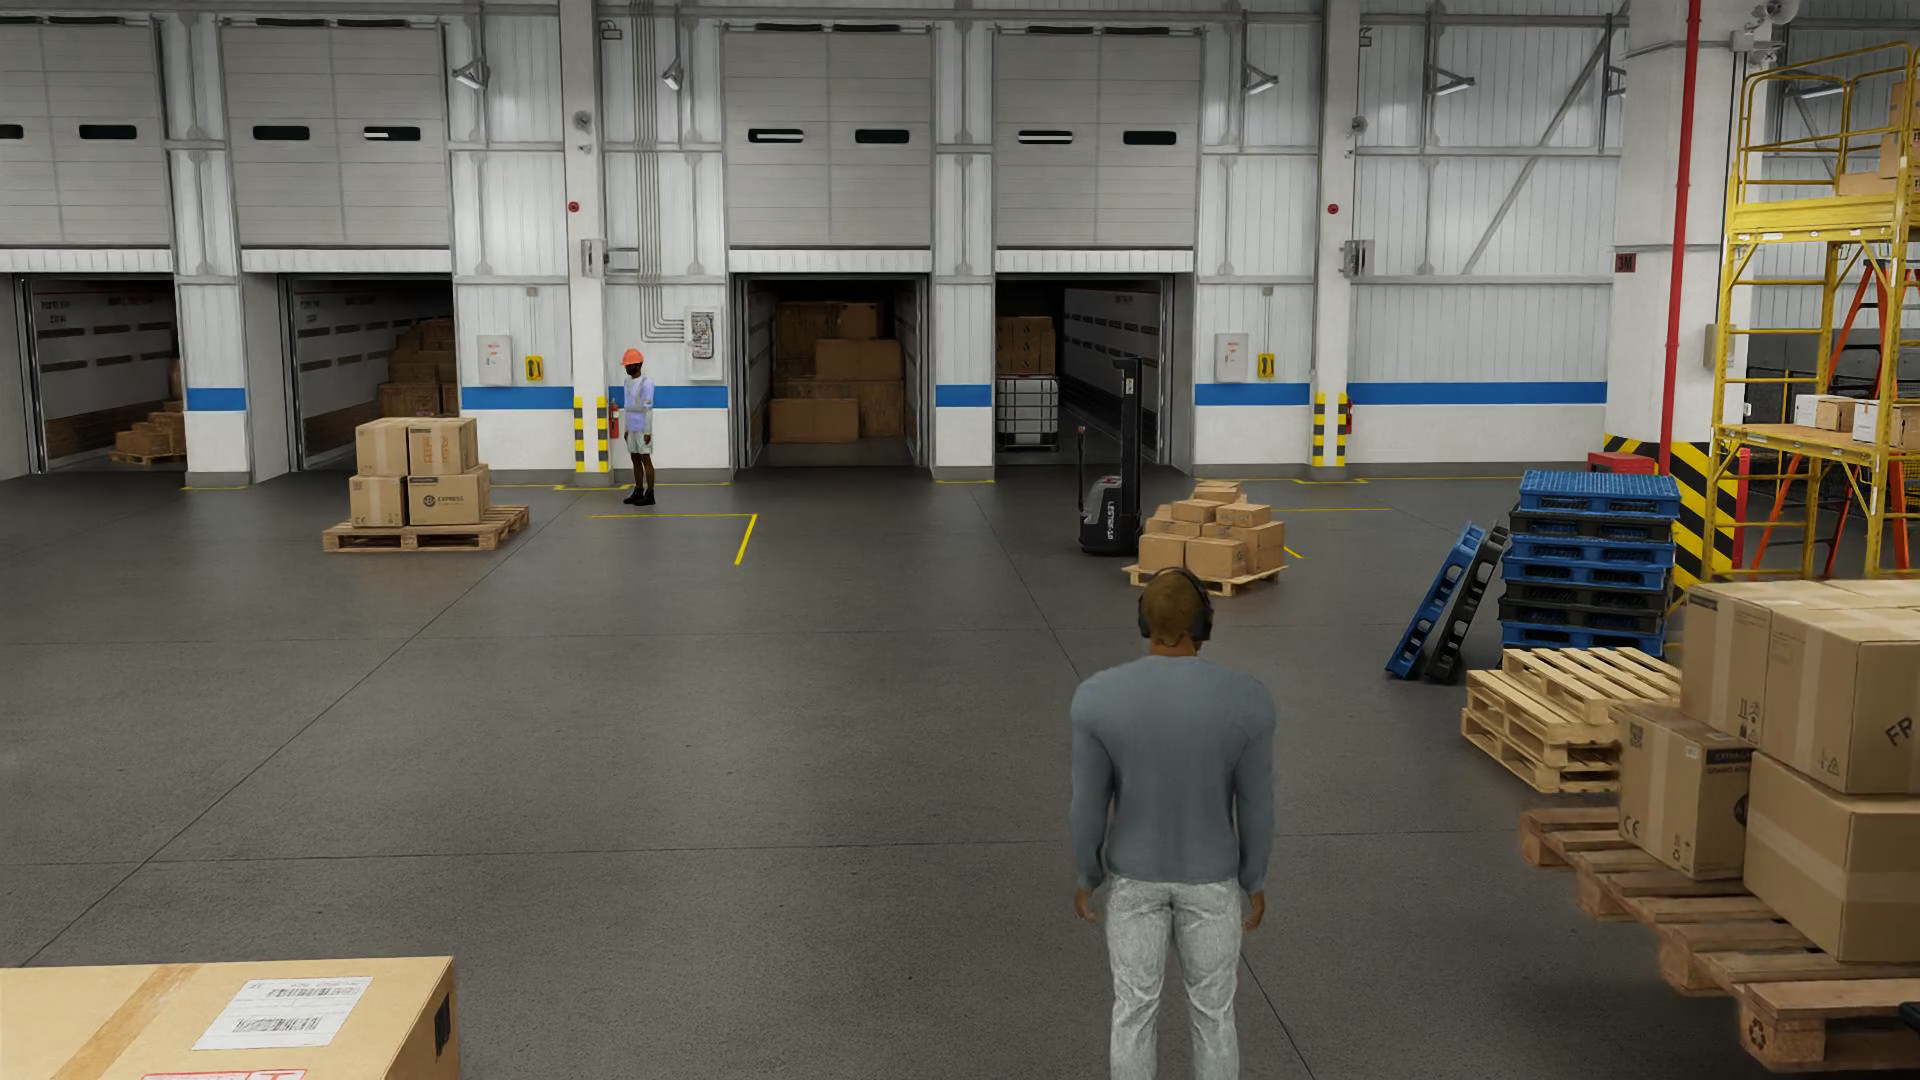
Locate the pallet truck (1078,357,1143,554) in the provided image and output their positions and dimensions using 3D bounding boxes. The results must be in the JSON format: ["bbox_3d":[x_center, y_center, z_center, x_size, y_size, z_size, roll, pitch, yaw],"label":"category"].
[{"bbox_3d":[2.088,-0.836,16.757,1.885,1.965,0.823,2,9,13],"label":"pallet truck"}]

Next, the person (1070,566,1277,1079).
[{"bbox_3d":[0.652,1.044,5.151,0.628,1.937,0.378,2,9,9],"label":"person"}]

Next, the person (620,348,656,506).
[{"bbox_3d":[-3.970,-1.382,20.409,0.389,1.930,0.543,-8,12,-43],"label":"person"}]
